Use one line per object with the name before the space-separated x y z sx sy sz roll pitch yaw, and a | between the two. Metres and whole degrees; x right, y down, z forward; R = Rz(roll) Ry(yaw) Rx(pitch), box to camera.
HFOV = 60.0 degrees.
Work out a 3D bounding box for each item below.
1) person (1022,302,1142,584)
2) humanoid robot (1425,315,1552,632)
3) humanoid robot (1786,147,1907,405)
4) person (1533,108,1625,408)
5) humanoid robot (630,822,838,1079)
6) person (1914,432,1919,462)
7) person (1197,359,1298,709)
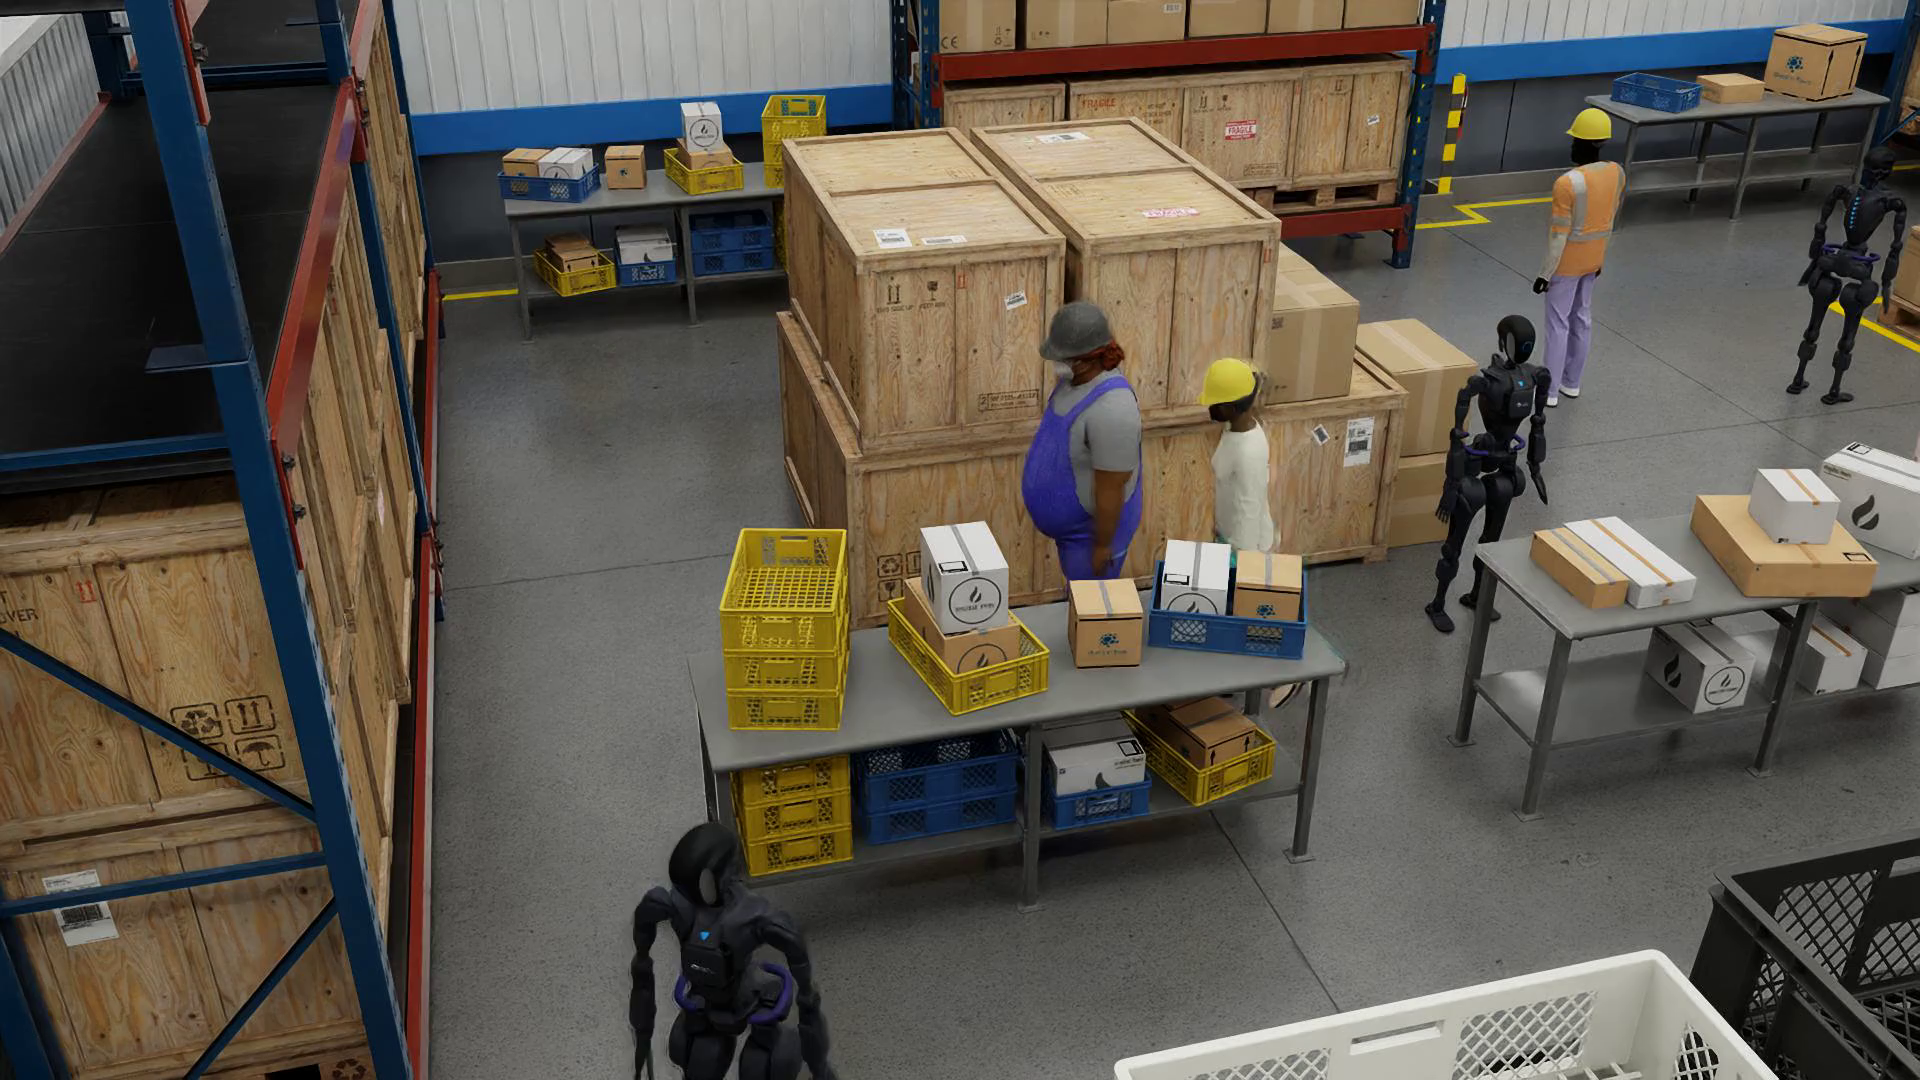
person | 0.544 -0.155 7.563 0.540 2.000 0.710 -4 29 -8
humanoid robot | 2.636 -0.324 8.230 0.601 1.658 0.324 -11 31 -18
humanoid robot | 5.732 -1.718 10.759 0.316 1.657 0.603 -20 34 -31
person | 3.904 -1.788 10.644 0.588 1.926 0.385 -17 33 -28
humanoid robot | -0.657 1.488 4.963 0.669 1.645 0.348 7 30 12
person | 4.865 -0.409 8.079 0.617 1.987 0.395 -16 33 -27
person | 1.298 -0.005 7.590 0.506 1.743 0.573 1 29 2
